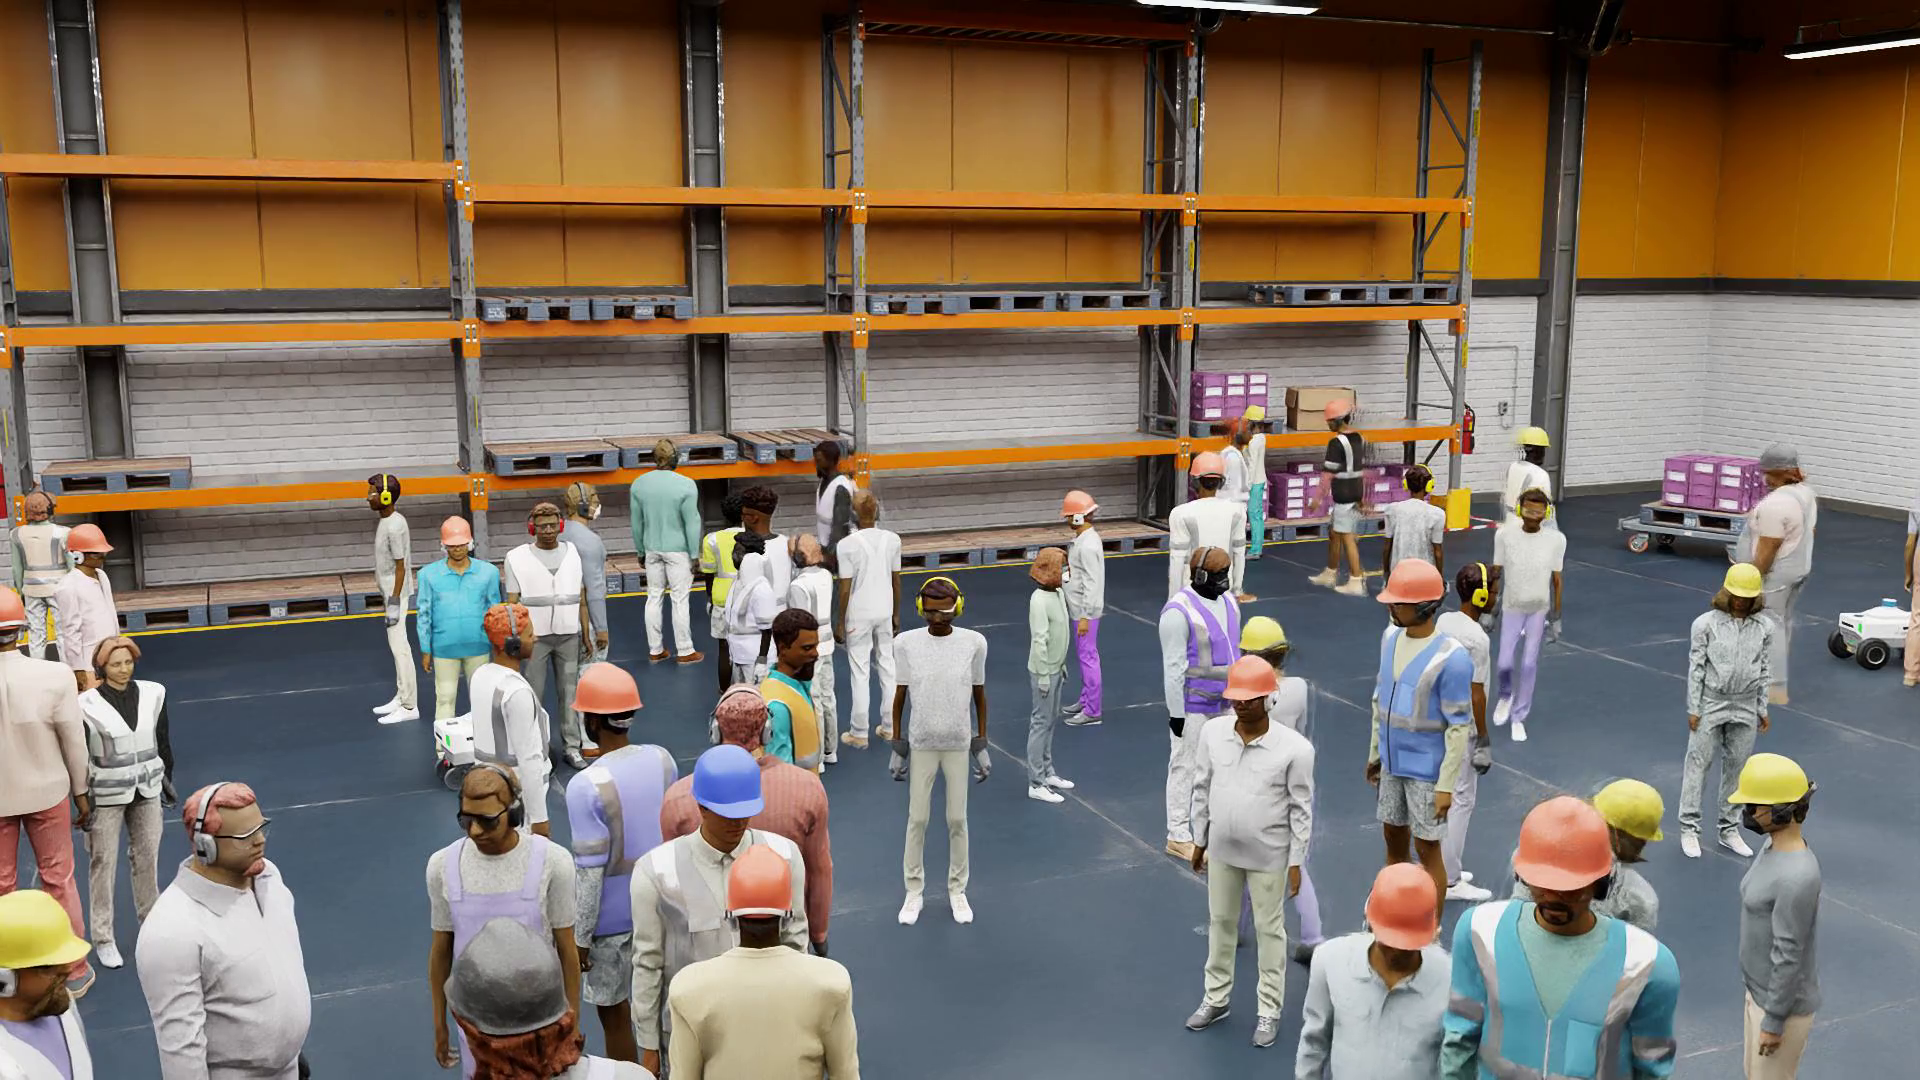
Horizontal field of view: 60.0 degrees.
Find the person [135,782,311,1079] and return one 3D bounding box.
[{"bbox_3d":[-2.216,1.672,5.166,0.407,1.908,0.641,1,10,4],"label":"person"}]

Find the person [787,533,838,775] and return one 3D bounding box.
[{"bbox_3d":[-1.001,0.762,11.178,0.313,1.639,0.520,4,10,20],"label":"person"}]

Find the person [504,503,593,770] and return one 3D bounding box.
[{"bbox_3d":[-2.763,0.656,11.193,0.570,1.844,0.379,-6,11,-30],"label":"person"}]

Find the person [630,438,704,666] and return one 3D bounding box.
[{"bbox_3d":[-2.480,0.106,14.097,0.629,1.940,0.378,4,10,20],"label":"person"}]

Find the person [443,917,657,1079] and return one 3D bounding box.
[{"bbox_3d":[-1.014,1.833,3.852,0.679,2.000,0.537,-7,12,-36],"label":"person"}]

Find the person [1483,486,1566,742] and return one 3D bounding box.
[{"bbox_3d":[4.053,0.523,11.966,0.522,1.848,0.426,3,10,16],"label":"person"}]

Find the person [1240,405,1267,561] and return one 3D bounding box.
[{"bbox_3d":[3.327,-0.648,18.929,0.309,1.772,0.525,4,10,20],"label":"person"}]

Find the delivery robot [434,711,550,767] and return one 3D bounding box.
[{"bbox_3d":[-3.110,1.280,11.047,0.707,0.478,0.477,-6,11,-30],"label":"delivery robot"}]

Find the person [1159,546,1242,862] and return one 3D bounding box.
[{"bbox_3d":[1.412,0.935,9.629,0.430,1.836,0.626,10,14,44],"label":"person"}]

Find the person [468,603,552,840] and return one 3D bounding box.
[{"bbox_3d":[-2.086,1.225,7.815,0.356,1.882,0.574,-8,13,-38],"label":"person"}]

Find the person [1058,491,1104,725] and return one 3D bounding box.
[{"bbox_3d":[0.897,0.502,12.371,0.345,1.742,0.571,0,10,2],"label":"person"}]

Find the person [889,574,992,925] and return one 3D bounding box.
[{"bbox_3d":[-0.102,1.088,8.658,0.535,1.863,0.331,0,10,-2],"label":"person"}]

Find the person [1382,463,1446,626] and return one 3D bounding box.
[{"bbox_3d":[3.561,0.323,13.086,0.501,1.861,0.334,7,12,34],"label":"person"}]

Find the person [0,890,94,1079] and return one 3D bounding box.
[{"bbox_3d":[-2.526,1.829,4.524,0.409,1.823,0.594,0,10,-2],"label":"person"}]

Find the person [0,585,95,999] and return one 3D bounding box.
[{"bbox_3d":[-4.355,1.189,7.690,0.608,1.997,0.374,-6,11,-29],"label":"person"}]

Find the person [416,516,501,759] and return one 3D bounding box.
[{"bbox_3d":[-3.353,0.704,11.183,0.562,1.752,0.324,-4,11,-23],"label":"person"}]

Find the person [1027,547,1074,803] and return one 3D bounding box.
[{"bbox_3d":[0.581,0.850,10.688,0.282,1.633,0.500,3,10,17],"label":"person"}]

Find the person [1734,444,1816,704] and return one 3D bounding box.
[{"bbox_3d":[6.356,0.239,13.034,0.717,2.000,0.548,-9,13,-42],"label":"person"}]

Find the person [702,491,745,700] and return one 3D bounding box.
[{"bbox_3d":[-1.691,0.471,12.689,0.531,1.697,0.320,0,10,-1],"label":"person"}]

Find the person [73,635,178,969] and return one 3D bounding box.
[{"bbox_3d":[-4.135,1.271,8.242,0.315,1.640,0.515,7,12,34],"label":"person"}]

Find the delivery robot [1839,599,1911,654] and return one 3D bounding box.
[{"bbox_3d":[7.882,0.745,14.130,0.707,0.478,0.477,0,10,-3],"label":"delivery robot"}]

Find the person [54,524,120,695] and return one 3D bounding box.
[{"bbox_3d":[-5.648,0.757,10.874,0.336,1.749,0.575,-1,10,-5],"label":"person"}]

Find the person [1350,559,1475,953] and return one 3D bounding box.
[{"bbox_3d":[2.195,1.093,8.119,0.385,2.040,0.605,-5,11,-24],"label":"person"}]

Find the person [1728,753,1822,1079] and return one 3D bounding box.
[{"bbox_3d":[2.869,1.618,5.923,0.342,1.754,0.534,3,10,18],"label":"person"}]

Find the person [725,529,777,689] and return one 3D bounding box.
[{"bbox_3d":[-1.380,0.770,10.958,0.318,1.700,0.535,-6,11,-31],"label":"person"}]

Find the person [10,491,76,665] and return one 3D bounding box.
[{"bbox_3d":[-7.167,0.431,13.085,0.514,1.641,0.308,0,10,-3],"label":"person"}]

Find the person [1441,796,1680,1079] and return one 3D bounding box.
[{"bbox_3d":[1.637,1.695,4.643,0.615,2.040,0.381,6,11,29],"label":"person"}]

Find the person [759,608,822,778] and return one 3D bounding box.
[{"bbox_3d":[-0.794,1.248,7.580,0.373,1.915,0.596,0,10,-1],"label":"person"}]

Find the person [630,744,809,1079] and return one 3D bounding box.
[{"bbox_3d":[-0.775,1.603,5.485,0.604,1.939,0.414,-4,11,-24],"label":"person"}]

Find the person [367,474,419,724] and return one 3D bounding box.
[{"bbox_3d":[-4.253,0.431,12.426,0.329,1.872,0.508,-4,11,-23],"label":"person"}]

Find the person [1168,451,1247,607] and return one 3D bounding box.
[{"bbox_3d":[1.807,0.361,12.329,0.609,2.043,0.376,-3,10,-17],"label":"person"}]

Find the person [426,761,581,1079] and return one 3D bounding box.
[{"bbox_3d":[-1.539,1.628,5.641,0.515,1.835,0.355,0,10,0],"label":"person"}]

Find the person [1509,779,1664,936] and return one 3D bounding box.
[{"bbox_3d":[2.134,1.642,5.947,0.649,1.697,0.331,8,13,39],"label":"person"}]

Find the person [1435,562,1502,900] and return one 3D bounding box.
[{"bbox_3d":[2.729,1.034,9.007,0.346,1.857,0.523,-2,10,-9],"label":"person"}]

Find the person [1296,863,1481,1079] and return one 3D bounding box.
[{"bbox_3d":[1.323,1.777,5.097,0.601,1.720,0.488,5,11,28],"label":"person"}]

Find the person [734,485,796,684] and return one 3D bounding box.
[{"bbox_3d":[-1.310,0.609,11.117,0.366,1.967,0.603,4,11,22],"label":"person"}]

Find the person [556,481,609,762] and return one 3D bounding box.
[{"bbox_3d":[-2.604,0.558,11.496,0.373,1.940,0.628,-8,13,-39],"label":"person"}]

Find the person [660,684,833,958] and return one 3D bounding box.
[{"bbox_3d":[-0.801,1.479,6.278,0.639,1.910,0.407,-2,10,-13],"label":"person"}]

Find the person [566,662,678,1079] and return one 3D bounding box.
[{"bbox_3d":[-1.339,1.428,6.484,0.373,1.934,0.551,5,11,29],"label":"person"}]

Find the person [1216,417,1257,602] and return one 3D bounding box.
[{"bbox_3d":[2.676,-0.299,16.633,0.547,1.871,0.587,1,10,8],"label":"person"}]

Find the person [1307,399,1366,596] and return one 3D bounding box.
[{"bbox_3d":[3.834,-0.440,17.058,0.821,1.997,0.612,7,12,34],"label":"person"}]

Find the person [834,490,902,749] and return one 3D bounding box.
[{"bbox_3d":[-0.652,0.561,11.762,0.504,1.840,0.344,-6,11,-31],"label":"person"}]

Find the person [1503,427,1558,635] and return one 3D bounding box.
[{"bbox_3d":[5.305,-0.071,15.197,0.665,1.910,0.623,-1,10,-7],"label":"person"}]

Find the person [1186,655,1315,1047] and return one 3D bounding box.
[{"bbox_3d":[1.271,1.363,7.380,0.560,1.753,0.329,6,12,33],"label":"person"}]

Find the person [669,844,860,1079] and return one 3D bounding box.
[{"bbox_3d":[-0.587,1.770,5.029,0.573,1.753,0.334,-1,10,-6],"label":"person"}]

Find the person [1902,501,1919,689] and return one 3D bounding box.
[{"bbox_3d":[7.793,0.303,13.239,0.326,1.840,0.517,-8,13,-39],"label":"person"}]

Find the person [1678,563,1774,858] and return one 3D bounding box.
[{"bbox_3d":[4.450,0.984,9.621,0.483,1.736,0.311,0,10,-2],"label":"person"}]

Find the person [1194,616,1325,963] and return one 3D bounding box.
[{"bbox_3d":[1.528,1.244,8.209,0.535,1.749,0.781,-7,12,-34],"label":"person"}]
